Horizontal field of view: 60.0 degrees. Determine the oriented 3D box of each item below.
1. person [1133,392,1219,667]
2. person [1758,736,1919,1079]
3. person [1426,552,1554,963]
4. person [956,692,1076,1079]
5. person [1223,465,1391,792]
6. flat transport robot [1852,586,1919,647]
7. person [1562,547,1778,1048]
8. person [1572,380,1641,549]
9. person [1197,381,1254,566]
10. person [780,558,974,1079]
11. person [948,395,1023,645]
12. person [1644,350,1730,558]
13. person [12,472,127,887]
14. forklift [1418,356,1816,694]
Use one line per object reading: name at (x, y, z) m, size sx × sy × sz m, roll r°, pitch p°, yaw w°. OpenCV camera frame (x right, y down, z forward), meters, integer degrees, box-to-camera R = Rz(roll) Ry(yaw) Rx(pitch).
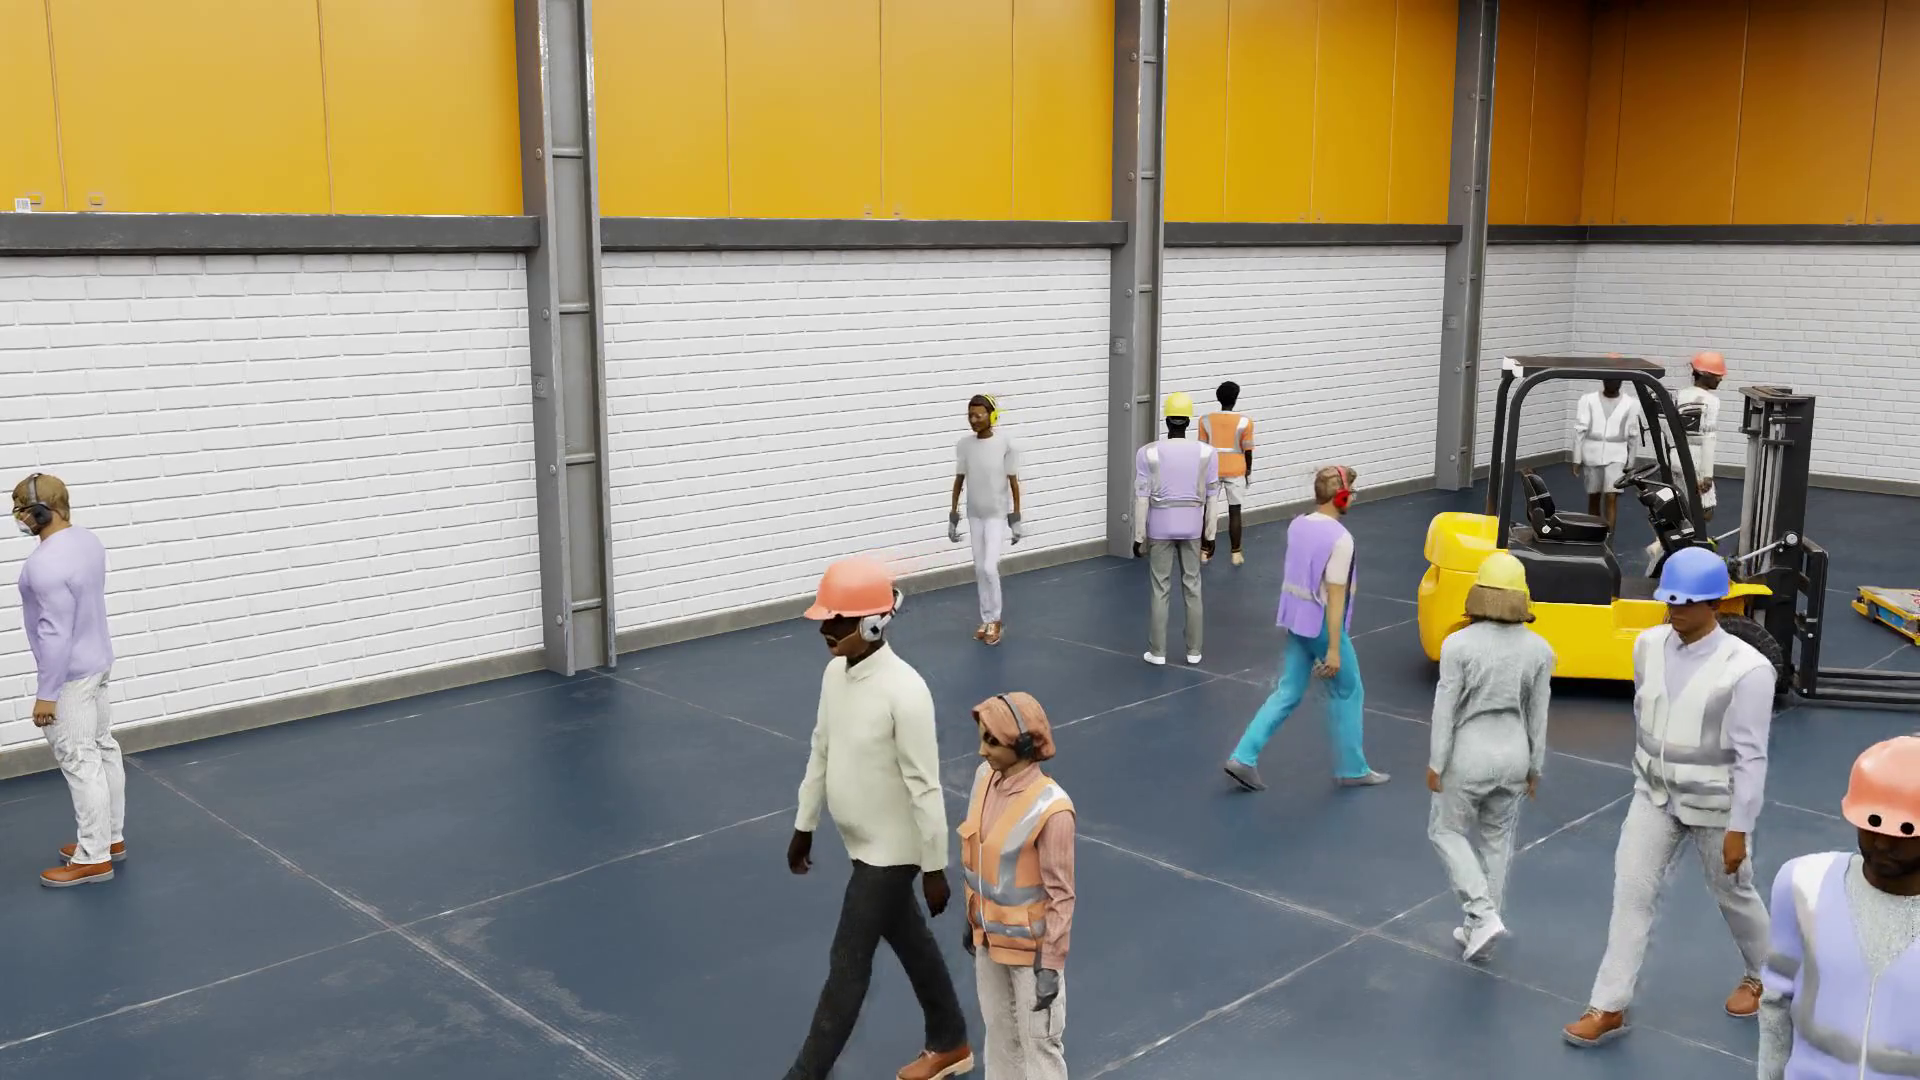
person at (1.501, -0.070, 11.635) m, size 0.595 × 1.925 × 0.374 m, roll -1°, pitch 10°, yaw -5°
person at (2.164, 1.364, 3.945) m, size 0.575 × 1.883 × 1.012 m, roll 9°, pitch 14°, yaw 41°
person at (2.178, 0.915, 6.811) m, size 0.501 × 1.720 × 0.478 m, roll -2°, pitch 11°, yaw -9°
person at (0.174, 1.260, 5.172) m, size 0.310 × 1.639 × 0.514 m, roll -6°, pitch 12°, yaw -30°
person at (1.882, 0.489, 8.962) m, size 0.931 × 1.802 × 0.570 m, roll -4°, pitch 11°, yaw -20°
flat transport robot at (7.379, 0.582, 12.597) m, size 0.652 × 0.197 × 1.431 m, roll 1°, pitch 10°, yaw 8°
person at (2.784, 0.943, 6.233) m, size 1.023 × 1.897 × 0.612 m, roll -6°, pitch 12°, yaw -30°
person at (5.978, -0.744, 15.440) m, size 0.556 × 1.875 × 1.013 m, roll 5°, pitch 12°, yaw 26°
person at (2.420, -0.607, 15.216) m, size 0.530 × 1.690 × 0.321 m, roll 3°, pitch 11°, yaw 17°
person at (-0.357, 1.019, 5.646) m, size 1.015 × 1.938 × 0.647 m, roll -5°, pitch 12°, yaw -27°
person at (0.172, -0.145, 12.279) m, size 0.549 × 1.840 × 0.566 m, roll 5°, pitch 12°, yaw 27°
person at (6.348, -0.643, 14.501) m, size 0.576 × 2.027 × 0.647 m, roll -1°, pitch 10°, yaw -8°
person at (-4.146, 0.641, 7.742) m, size 0.370 × 1.934 × 0.627 m, roll -2°, pitch 11°, yaw -10°
forklift at (4.276, -0.101, 11.076) m, size 2.313 × 2.155 × 1.214 m, roll 2°, pitch 11°, yaw 13°
